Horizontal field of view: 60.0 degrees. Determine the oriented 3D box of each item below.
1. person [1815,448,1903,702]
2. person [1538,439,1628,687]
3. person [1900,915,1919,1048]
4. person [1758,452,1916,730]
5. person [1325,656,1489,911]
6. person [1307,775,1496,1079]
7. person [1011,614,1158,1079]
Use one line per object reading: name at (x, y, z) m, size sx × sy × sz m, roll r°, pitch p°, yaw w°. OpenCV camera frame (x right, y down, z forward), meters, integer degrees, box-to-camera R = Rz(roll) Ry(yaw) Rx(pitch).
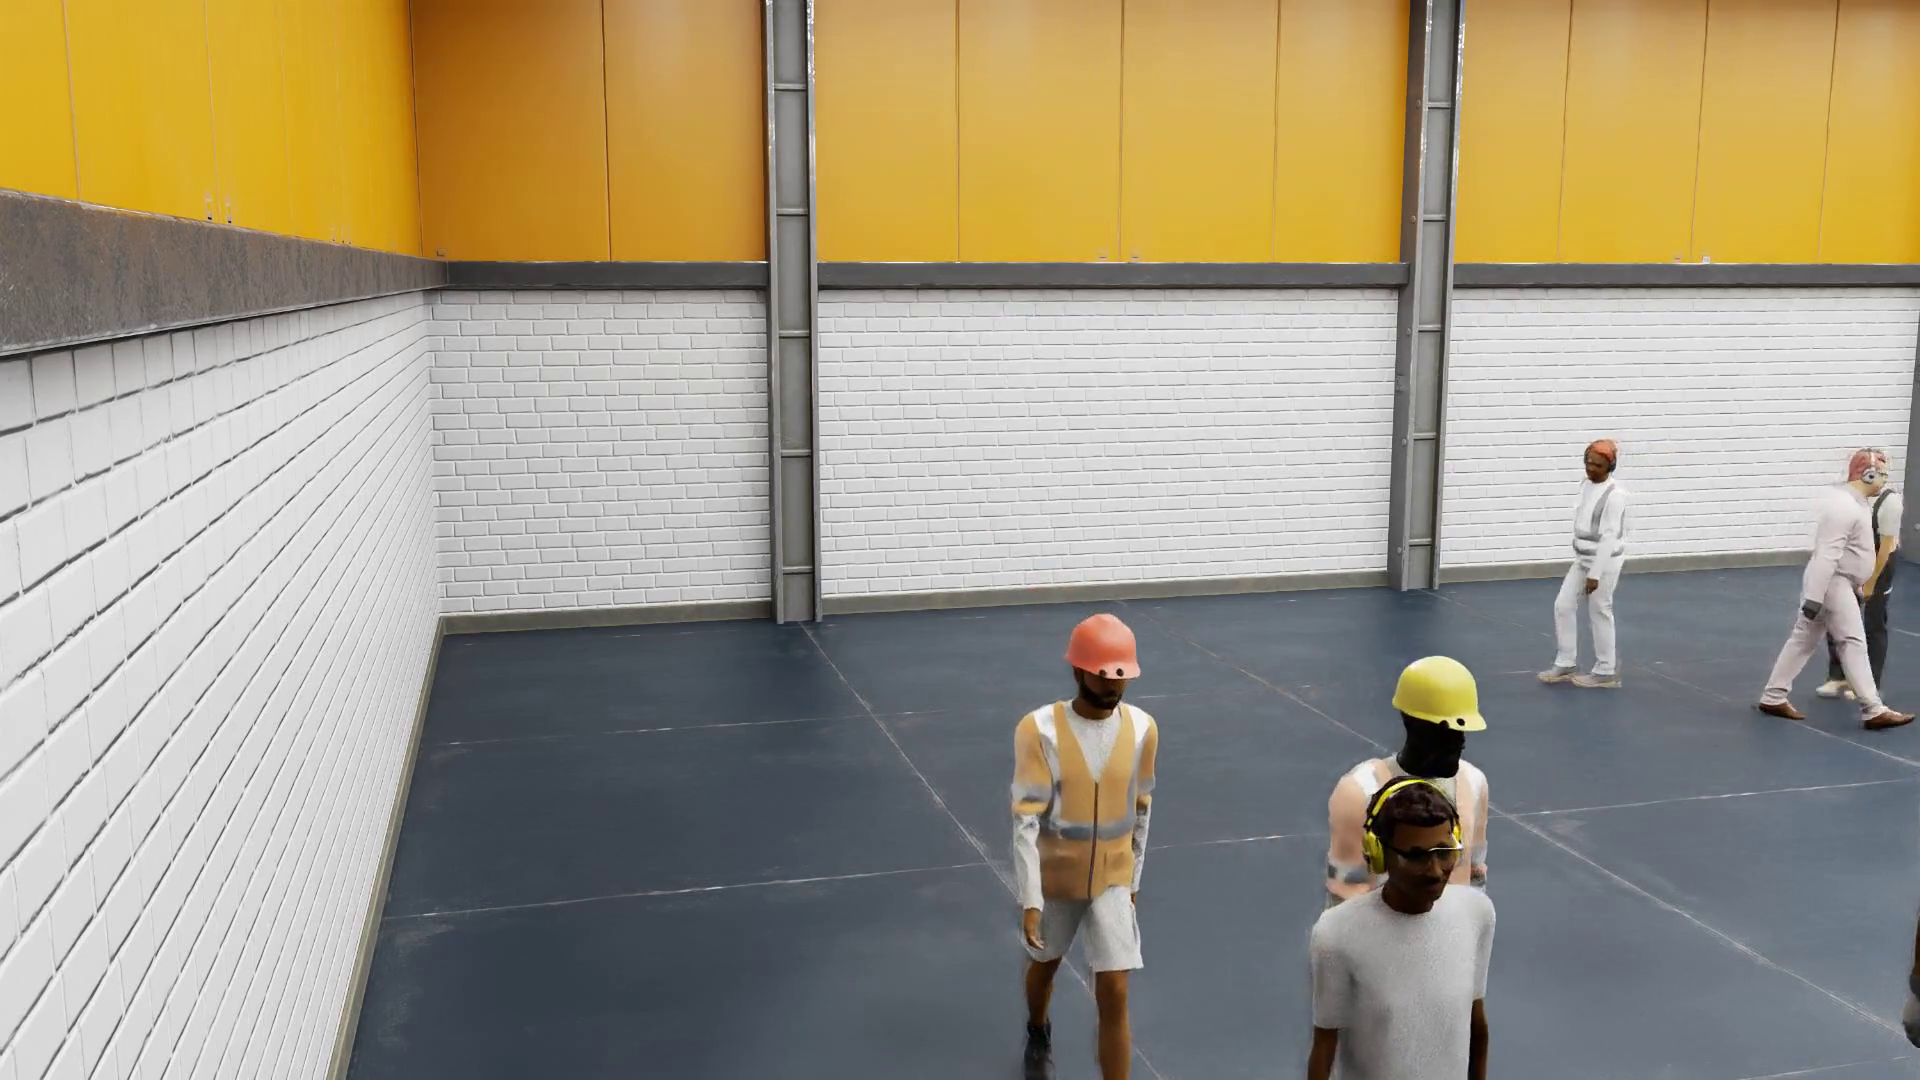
person at (6.317, 0.258, 11.687) m, size 0.575 × 1.822 × 0.508 m, roll -3°, pitch 10°, yaw -20°
person at (4.527, 0.184, 12.040) m, size 0.661 × 1.856 × 0.626 m, roll -1°, pitch 9°, yaw -5°
person at (3.122, 1.333, 4.958) m, size 0.529 × 1.836 × 0.918 m, roll 2°, pitch 9°, yaw 12°
person at (5.920, 0.338, 11.089) m, size 0.999 × 1.850 × 0.660 m, roll 4°, pitch 10°, yaw 25°
person at (1.350, 1.277, 5.039) m, size 0.610 × 1.911 × 0.465 m, roll -5°, pitch 10°, yaw -28°
person at (1.080, 1.463, 4.079) m, size 0.545 × 1.850 × 0.446 m, roll -3°, pitch 9°, yaw -16°
person at (0.430, 1.171, 5.850) m, size 0.553 × 1.887 × 1.025 m, roll -2°, pitch 9°, yaw -11°
